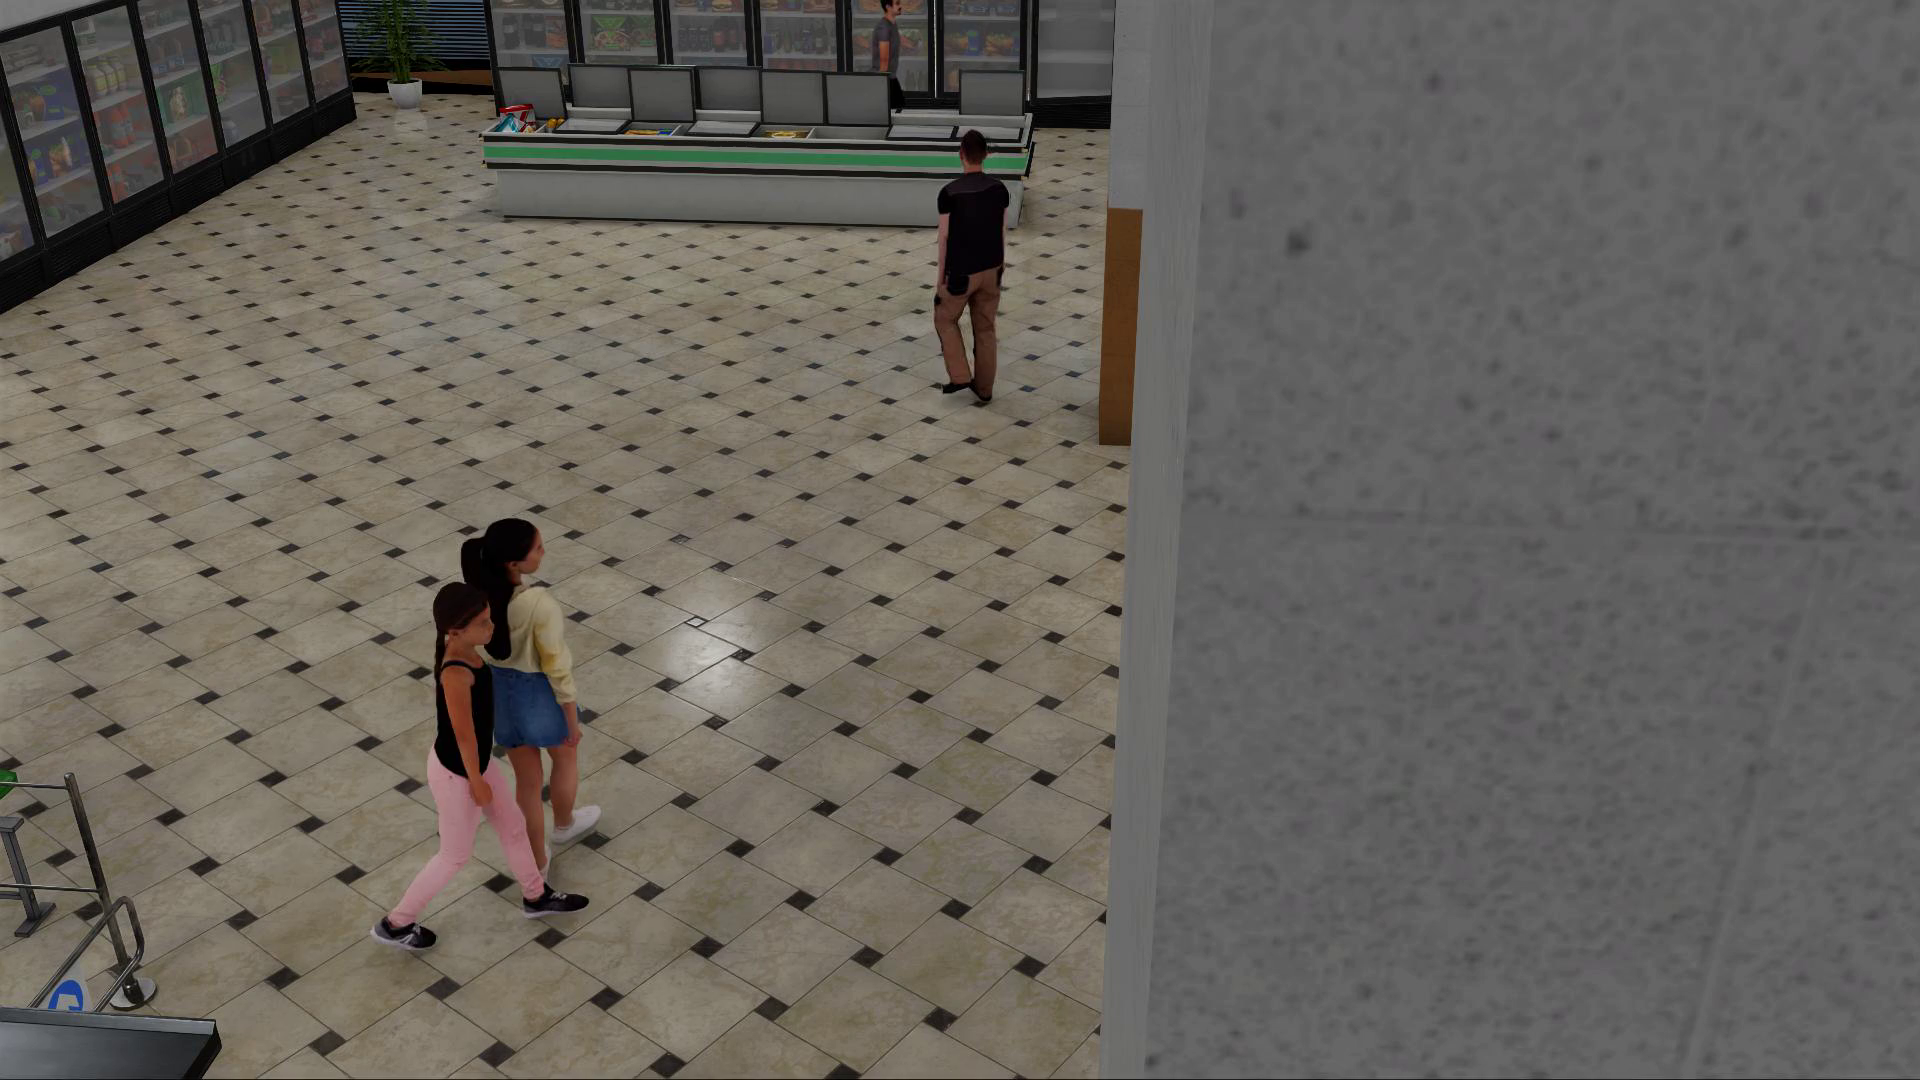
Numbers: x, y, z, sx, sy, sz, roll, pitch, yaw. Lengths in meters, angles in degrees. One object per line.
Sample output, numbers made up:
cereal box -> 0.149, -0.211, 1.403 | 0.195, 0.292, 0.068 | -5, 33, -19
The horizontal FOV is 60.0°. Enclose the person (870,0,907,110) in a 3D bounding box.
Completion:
person -> -0.803, -4.643, 16.802 | 0.647, 1.730, 0.624 | 3, 27, 7

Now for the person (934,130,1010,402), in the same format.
person -> 0.112, -1.773, 11.033 | 0.756, 1.829, 0.860 | -10, 29, -20

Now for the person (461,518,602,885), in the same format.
person -> -1.700, 0.672, 6.465 | 0.755, 1.600, 0.816 | 3, 27, 6

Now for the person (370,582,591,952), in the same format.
person -> -1.912, 0.872, 6.145 | 1.090, 1.533, 0.761 | -7, 28, -13
